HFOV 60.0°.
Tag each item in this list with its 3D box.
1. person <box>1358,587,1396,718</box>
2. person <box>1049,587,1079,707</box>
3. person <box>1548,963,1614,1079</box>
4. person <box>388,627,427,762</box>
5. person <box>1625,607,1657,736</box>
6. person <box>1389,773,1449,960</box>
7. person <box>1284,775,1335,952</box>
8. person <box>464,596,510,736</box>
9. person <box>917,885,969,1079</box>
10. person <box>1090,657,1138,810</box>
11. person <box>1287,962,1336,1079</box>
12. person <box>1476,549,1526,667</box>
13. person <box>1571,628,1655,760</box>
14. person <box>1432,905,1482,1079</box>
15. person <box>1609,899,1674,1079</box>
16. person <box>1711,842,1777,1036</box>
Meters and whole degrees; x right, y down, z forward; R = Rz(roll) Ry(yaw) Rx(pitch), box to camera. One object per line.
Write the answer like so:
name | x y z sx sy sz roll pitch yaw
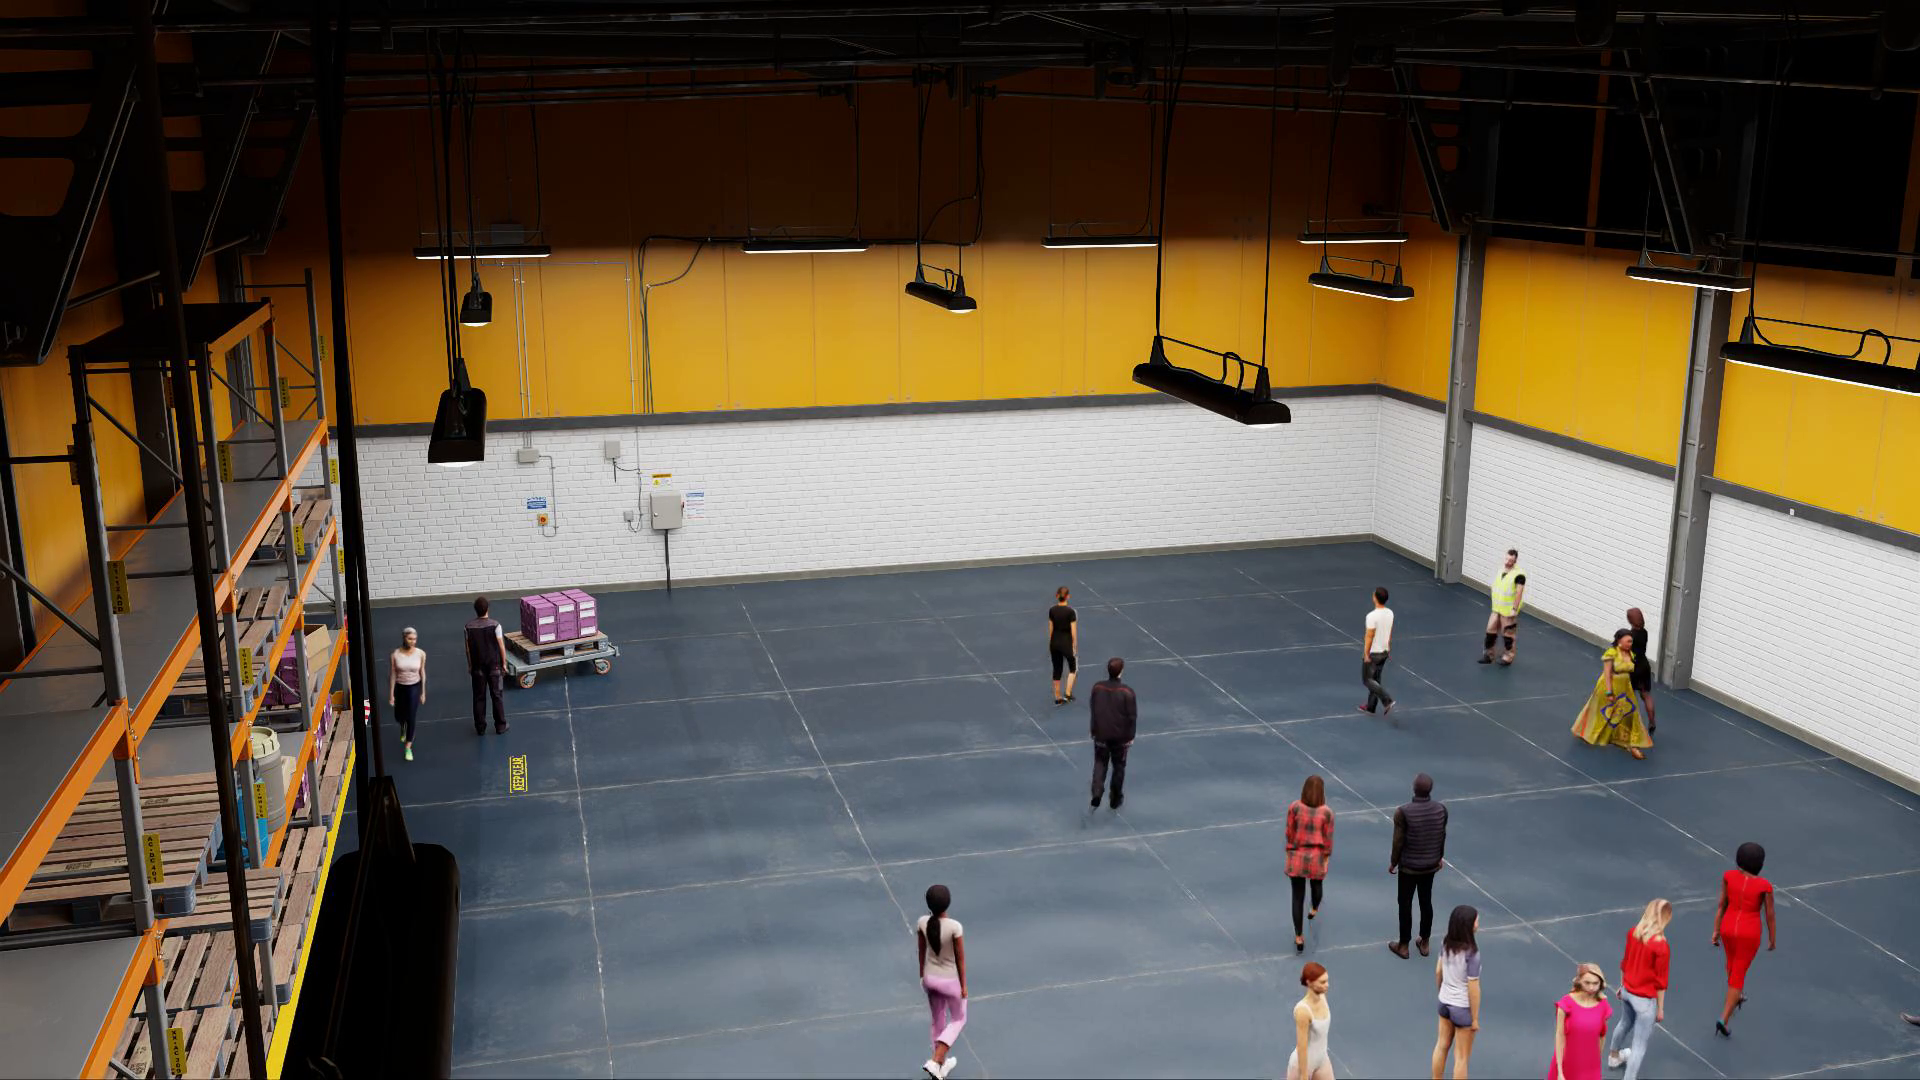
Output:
person | 5.614 1.523 22.191 0.830 1.789 1.022 -9 16 -33
person | 1.369 1.469 22.697 0.721 1.655 0.784 8 16 31
person | 4.596 3.918 12.507 0.865 1.691 1.129 2 14 10
person | -6.936 1.894 20.898 0.656 1.676 0.891 -4 14 -14
person | 8.839 1.744 21.572 0.755 1.651 1.100 -7 15 -27
person | 4.327 3.063 15.733 0.698 1.835 0.573 -3 14 -11
person | 3.310 3.116 15.922 0.978 1.642 1.201 3 14 14
person | -6.161 1.627 21.634 0.682 1.849 0.615 -2 14 -6
person | -0.175 3.646 13.543 0.869 1.732 0.932 8 16 29
person | 1.712 2.258 19.087 0.947 1.820 1.020 5 14 19
person | 2.551 3.946 12.572 1.126 1.605 0.960 11 18 39
person | 7.994 0.986 24.363 0.943 1.810 0.922 -6 15 -24
person | 8.187 1.907 20.991 0.868 1.607 1.271 -6 15 -23
person | 3.967 3.716 13.254 0.676 1.733 0.500 -6 15 -24
person | 5.489 3.699 13.449 0.842 1.673 0.627 -3 14 -14
person | 6.682 3.468 14.319 0.982 1.714 1.049 -13 19 -42
